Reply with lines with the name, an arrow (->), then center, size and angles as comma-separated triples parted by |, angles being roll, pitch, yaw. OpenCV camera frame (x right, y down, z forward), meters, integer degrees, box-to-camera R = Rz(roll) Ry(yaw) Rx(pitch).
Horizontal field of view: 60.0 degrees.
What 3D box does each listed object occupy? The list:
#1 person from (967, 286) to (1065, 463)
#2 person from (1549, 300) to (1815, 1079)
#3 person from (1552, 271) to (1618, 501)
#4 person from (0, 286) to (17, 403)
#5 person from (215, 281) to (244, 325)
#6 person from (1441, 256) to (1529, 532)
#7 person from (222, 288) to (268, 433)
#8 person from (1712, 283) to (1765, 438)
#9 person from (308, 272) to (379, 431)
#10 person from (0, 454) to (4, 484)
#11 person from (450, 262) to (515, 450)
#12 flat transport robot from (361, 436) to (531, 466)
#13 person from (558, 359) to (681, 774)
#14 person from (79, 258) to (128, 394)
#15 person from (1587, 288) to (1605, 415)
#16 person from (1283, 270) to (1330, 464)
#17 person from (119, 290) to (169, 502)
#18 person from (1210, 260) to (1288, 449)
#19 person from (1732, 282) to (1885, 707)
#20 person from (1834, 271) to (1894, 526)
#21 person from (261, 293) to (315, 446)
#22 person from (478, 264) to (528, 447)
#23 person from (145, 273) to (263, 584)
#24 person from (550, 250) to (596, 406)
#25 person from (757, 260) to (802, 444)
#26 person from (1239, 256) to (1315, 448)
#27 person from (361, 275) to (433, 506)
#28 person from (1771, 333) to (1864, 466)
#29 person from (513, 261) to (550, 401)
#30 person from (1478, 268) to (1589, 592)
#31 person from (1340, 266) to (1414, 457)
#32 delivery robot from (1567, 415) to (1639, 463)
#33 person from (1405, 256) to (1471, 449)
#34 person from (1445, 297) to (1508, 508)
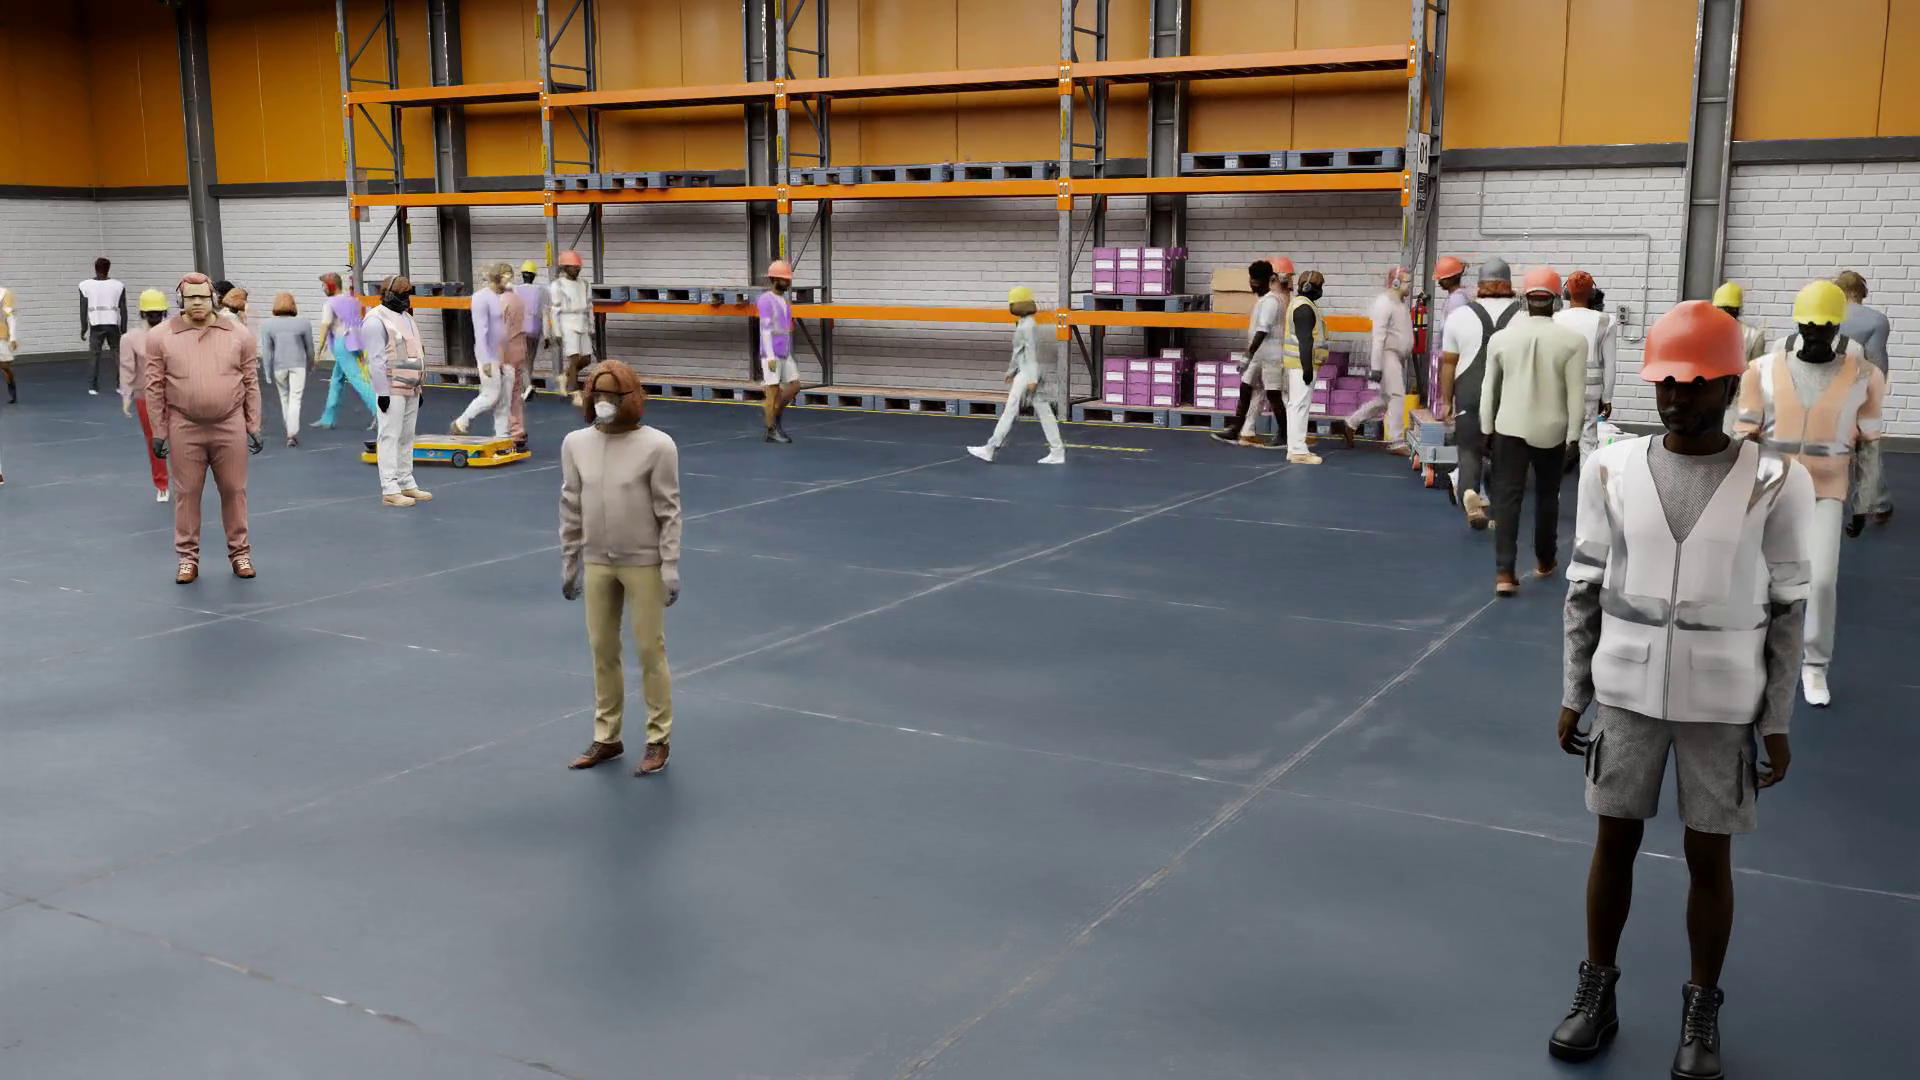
person -> 0.565, -1.552, 15.769 | 0.949, 1.685, 0.491 | 1, 10, 7
person -> 1.757, 0.386, 4.100 | 0.553, 1.935, 0.361 | 6, 12, 32
person -> 4.641, -1.083, 12.573 | 0.574, 1.884, 0.356 | 3, 10, 16
person -> -12.446, -2.653, 21.422 | 0.548, 1.909, 0.878 | -4, 11, -20
person -> -8.495, -2.135, 19.143 | 0.739, 1.670, 0.538 | -2, 10, -14
person -> 3.781, -1.034, 11.848 | 0.687, 2.000, 0.780 | 3, 10, 15
person -> -7.953, -1.972, 18.363 | 0.660, 1.602, 0.516 | -3, 11, -18
person -> 5.731, -1.050, 12.651 | 0.608, 1.775, 0.940 | 8, 13, 38
person -> -6.879, -2.105, 18.666 | 1.004, 1.788, 0.588 | 1, 10, 5
person -> -8.449, -1.367, 14.220 | 0.328, 1.872, 0.510 | -3, 10, -16
person -> -4.669, -1.775, 16.411 | 0.652, 1.916, 0.647 | 4, 11, 19
flat transport robot -> -4.911, -0.865, 15.904 | 1.431, 0.197, 0.652 | 2, 10, 14
person -> -1.329, 0.110, 6.533 | 0.538, 1.634, 0.285 | 3, 10, 17
person -> -12.040, -2.994, 23.392 | 0.631, 1.902, 0.405 | -6, 12, -30
person -> 6.186, -1.631, 16.295 | 0.368, 1.667, 0.557 | 9, 13, 42
person -> 3.315, -1.652, 15.935 | 0.430, 1.838, 0.619 | 1, 10, 5
person -> -6.374, -1.115, 13.217 | 0.534, 1.715, 0.923 | -4, 11, -23
person -> 2.993, -1.866, 16.896 | 0.896, 1.918, 0.615 | -1, 10, -3
person -> 3.804, -0.205, 7.548 | 0.612, 1.906, 0.629 | 6, 12, 31
person -> 6.595, -1.039, 12.345 | 0.882, 1.877, 0.654 | -7, 12, -34
person -> -7.031, -1.791, 17.425 | 0.491, 1.586, 0.899 | -2, 10, -10
person -> -4.567, -1.792, 16.572 | 0.429, 1.885, 0.679 | 1, 10, 6
person -> -4.652, -0.687, 10.273 | 0.652, 1.904, 0.404 | -5, 11, -27
person -> -5.071, -2.756, 21.660 | 0.715, 2.027, 0.615 | 7, 12, 36
person -> -1.893, -1.960, 17.426 | 0.409, 1.922, 0.556 | 5, 11, 26
person -> 3.243, -1.915, 17.058 | 0.681, 1.982, 0.633 | -2, 10, -10
person -> -4.501, -1.197, 13.357 | 0.429, 1.838, 0.622 | 1, 10, 8
person -> 5.013, -0.580, 9.836 | 0.506, 1.846, 0.345 | 7, 12, 36
person -> -5.849, -2.815, 22.420 | 0.661, 1.875, 0.947 | -3, 10, -16
person -> 3.462, -0.669, 10.081 | 0.640, 1.938, 1.052 | 6, 11, 29
person -> 4.209, -1.777, 16.540 | 0.802, 1.879, 0.651 | 6, 11, 29
delivery robot -> 5.738, -0.877, 14.899 | 0.477, 0.478, 0.707 | -3, 10, -16
person -> 5.007, -1.862, 16.742 | 0.903, 1.986, 0.609 | 1, 10, 7
person -> 4.025, -1.080, 12.916 | 0.625, 1.745, 0.525 | -5, 11, -27
